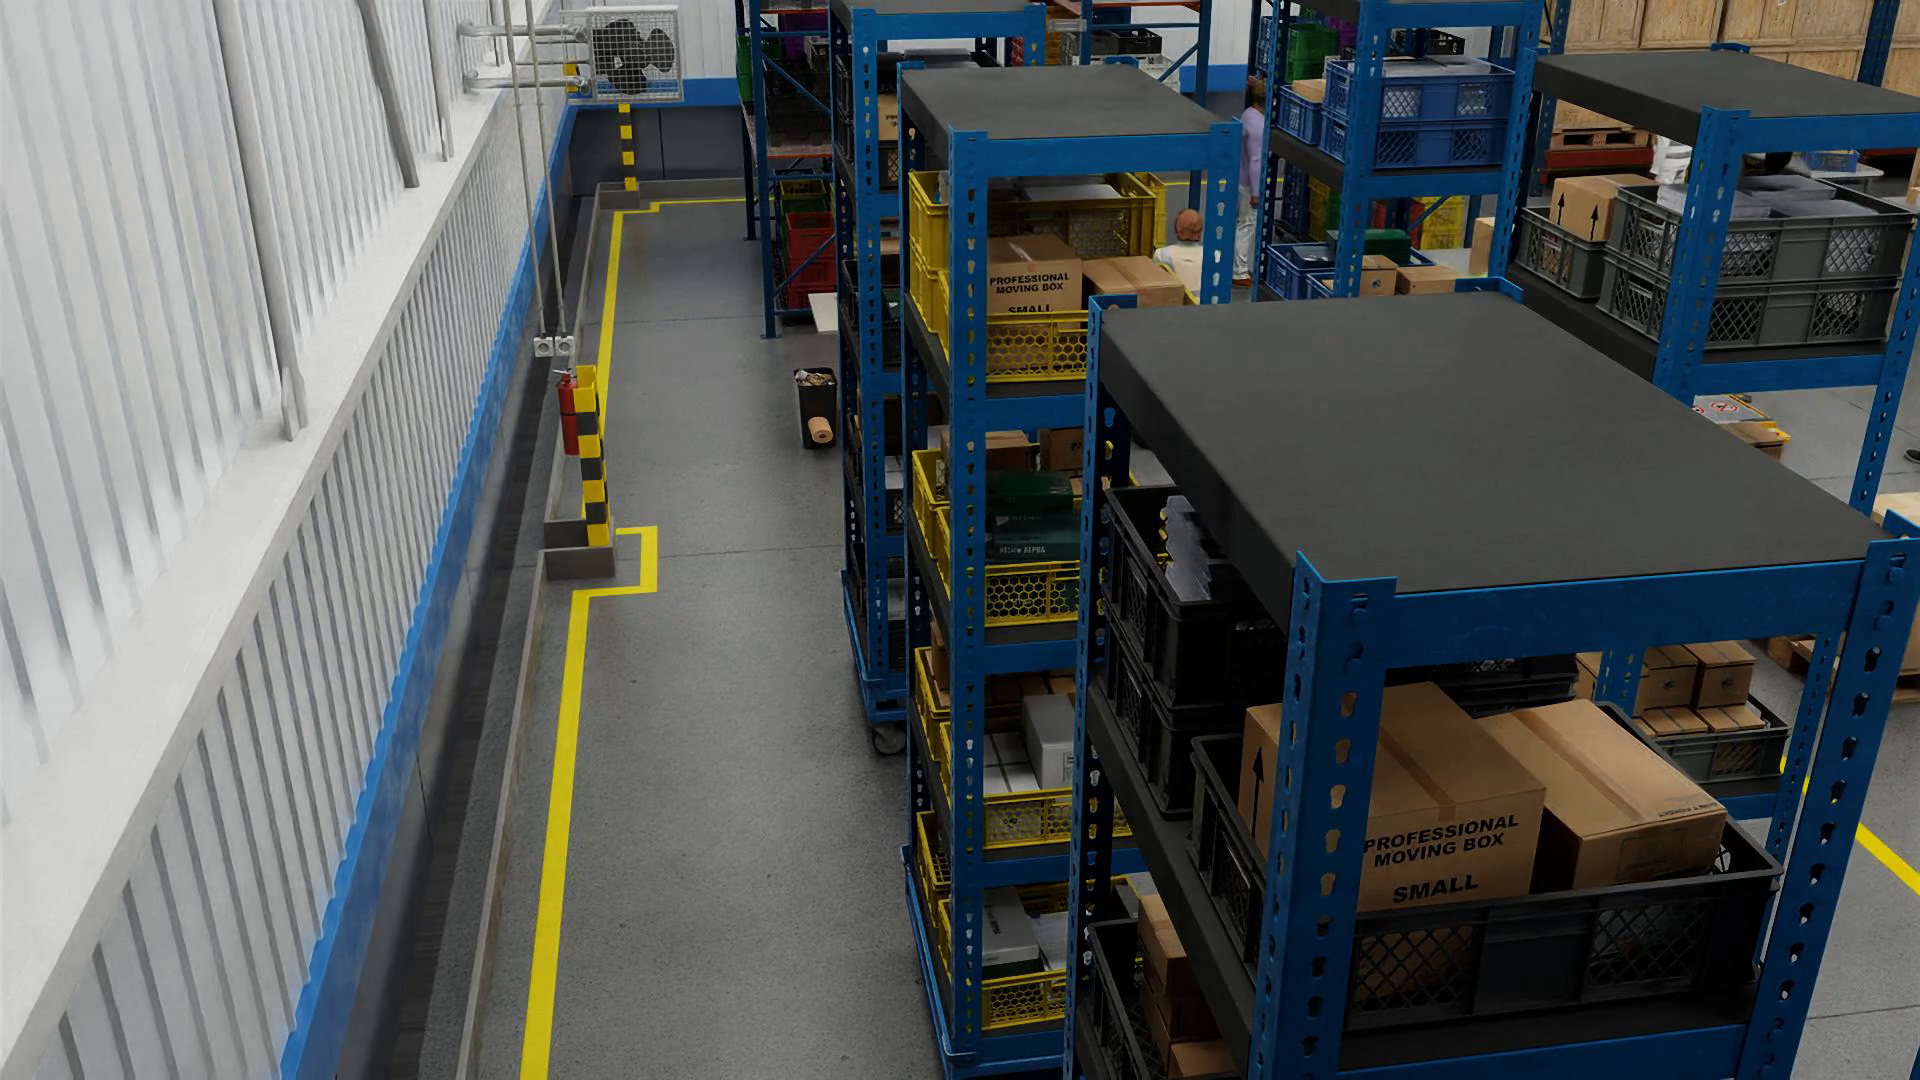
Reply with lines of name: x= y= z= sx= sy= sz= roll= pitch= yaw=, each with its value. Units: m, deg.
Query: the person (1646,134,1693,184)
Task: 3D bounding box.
person: x=6.979 y=-3.683 z=16.360 sx=0.574 sy=1.881 sz=0.357 roll=-16 pitch=29 yaw=-32

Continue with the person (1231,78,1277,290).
person: x=2.716 y=-3.312 z=15.493 sx=0.369 sy=1.932 sz=0.633 roll=2 pitch=25 yaw=4

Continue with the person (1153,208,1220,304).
person: x=1.618 y=-1.593 z=12.115 sx=0.527 sy=1.631 sz=0.317 roll=-3 pitch=25 yaw=-5

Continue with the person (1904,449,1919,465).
person: x=6.937 y=-1.391 z=11.447 sx=0.595 sy=1.824 sz=0.403 roll=-16 pitch=29 yaw=-30
